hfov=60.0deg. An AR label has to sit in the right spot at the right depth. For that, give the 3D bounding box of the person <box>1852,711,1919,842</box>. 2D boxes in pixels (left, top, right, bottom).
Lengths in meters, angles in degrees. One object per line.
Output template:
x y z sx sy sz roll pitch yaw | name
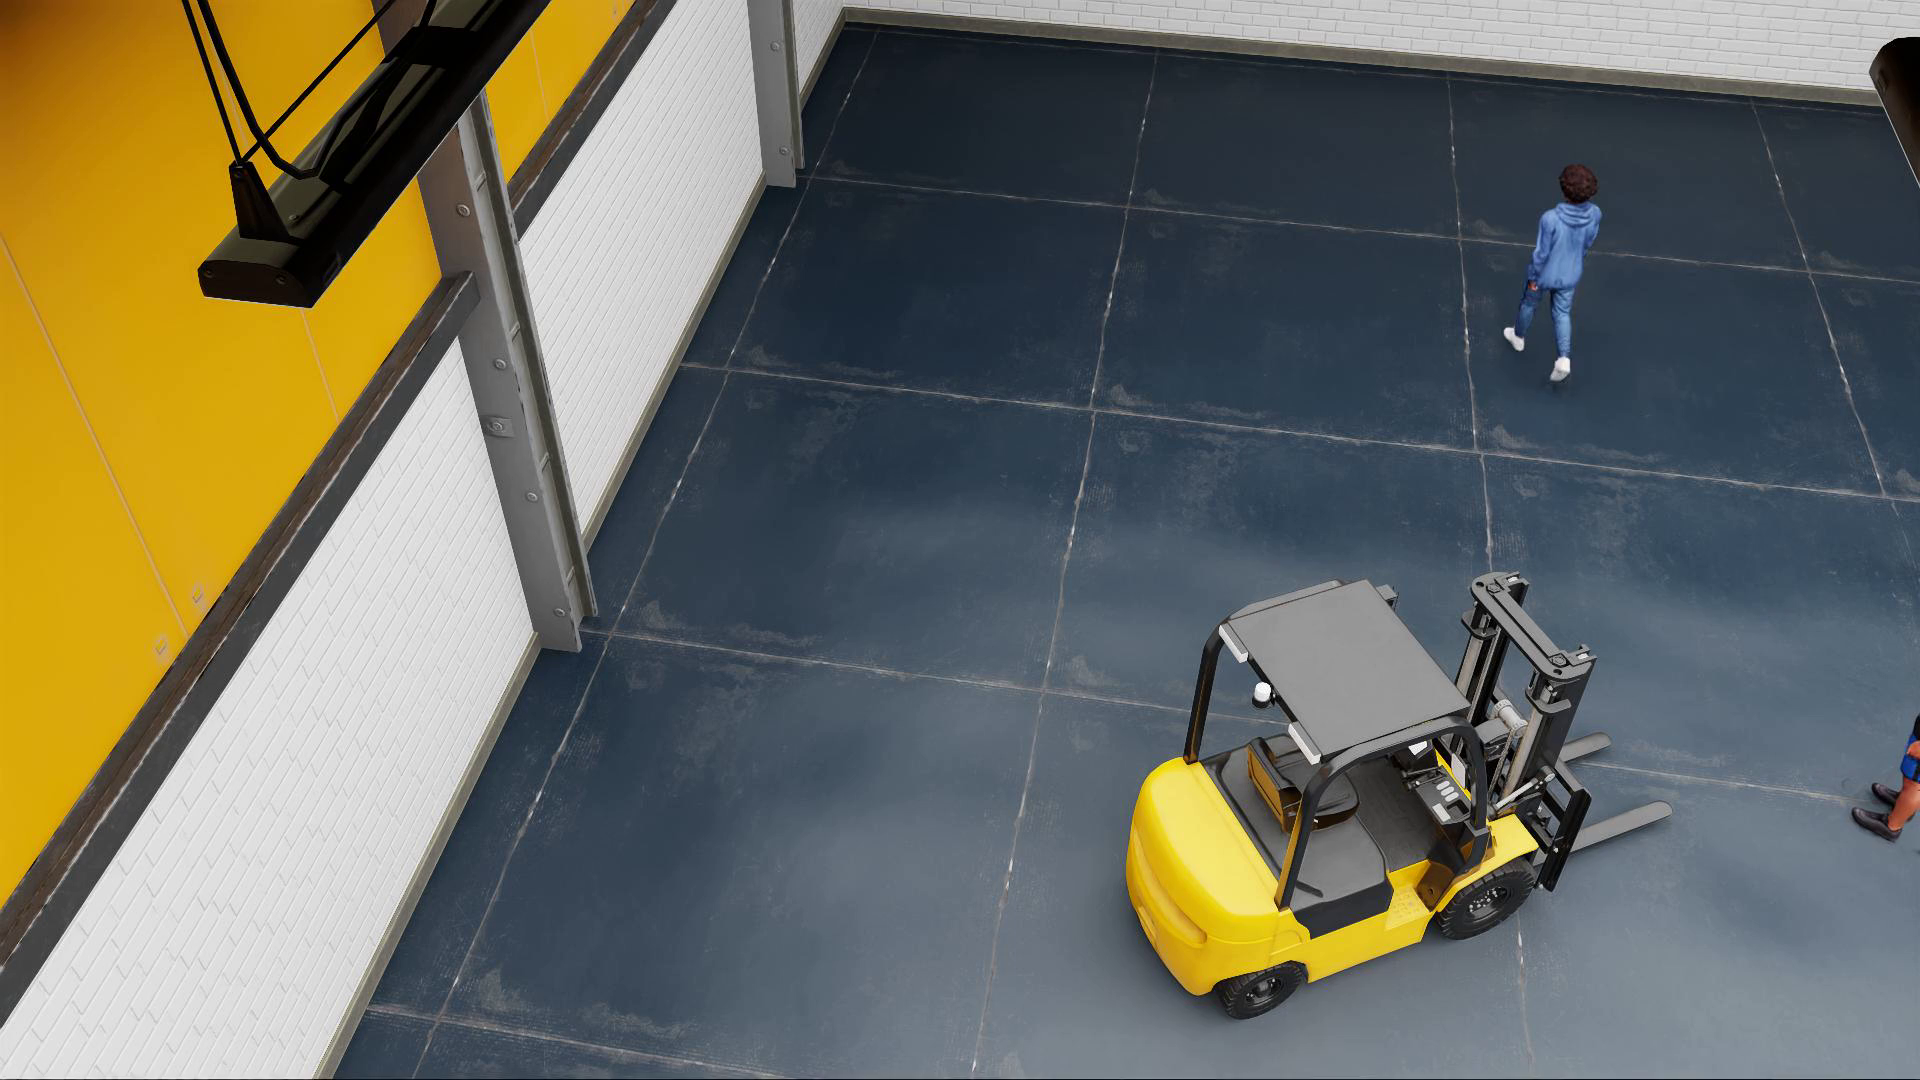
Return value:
5.730 1.094 9.679 0.675 1.796 0.761 -32 52 -29 | person

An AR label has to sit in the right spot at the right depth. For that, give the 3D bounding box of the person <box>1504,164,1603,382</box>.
4.702 -2.070 13.010 0.833 1.781 1.157 -2 44 -3 | person
